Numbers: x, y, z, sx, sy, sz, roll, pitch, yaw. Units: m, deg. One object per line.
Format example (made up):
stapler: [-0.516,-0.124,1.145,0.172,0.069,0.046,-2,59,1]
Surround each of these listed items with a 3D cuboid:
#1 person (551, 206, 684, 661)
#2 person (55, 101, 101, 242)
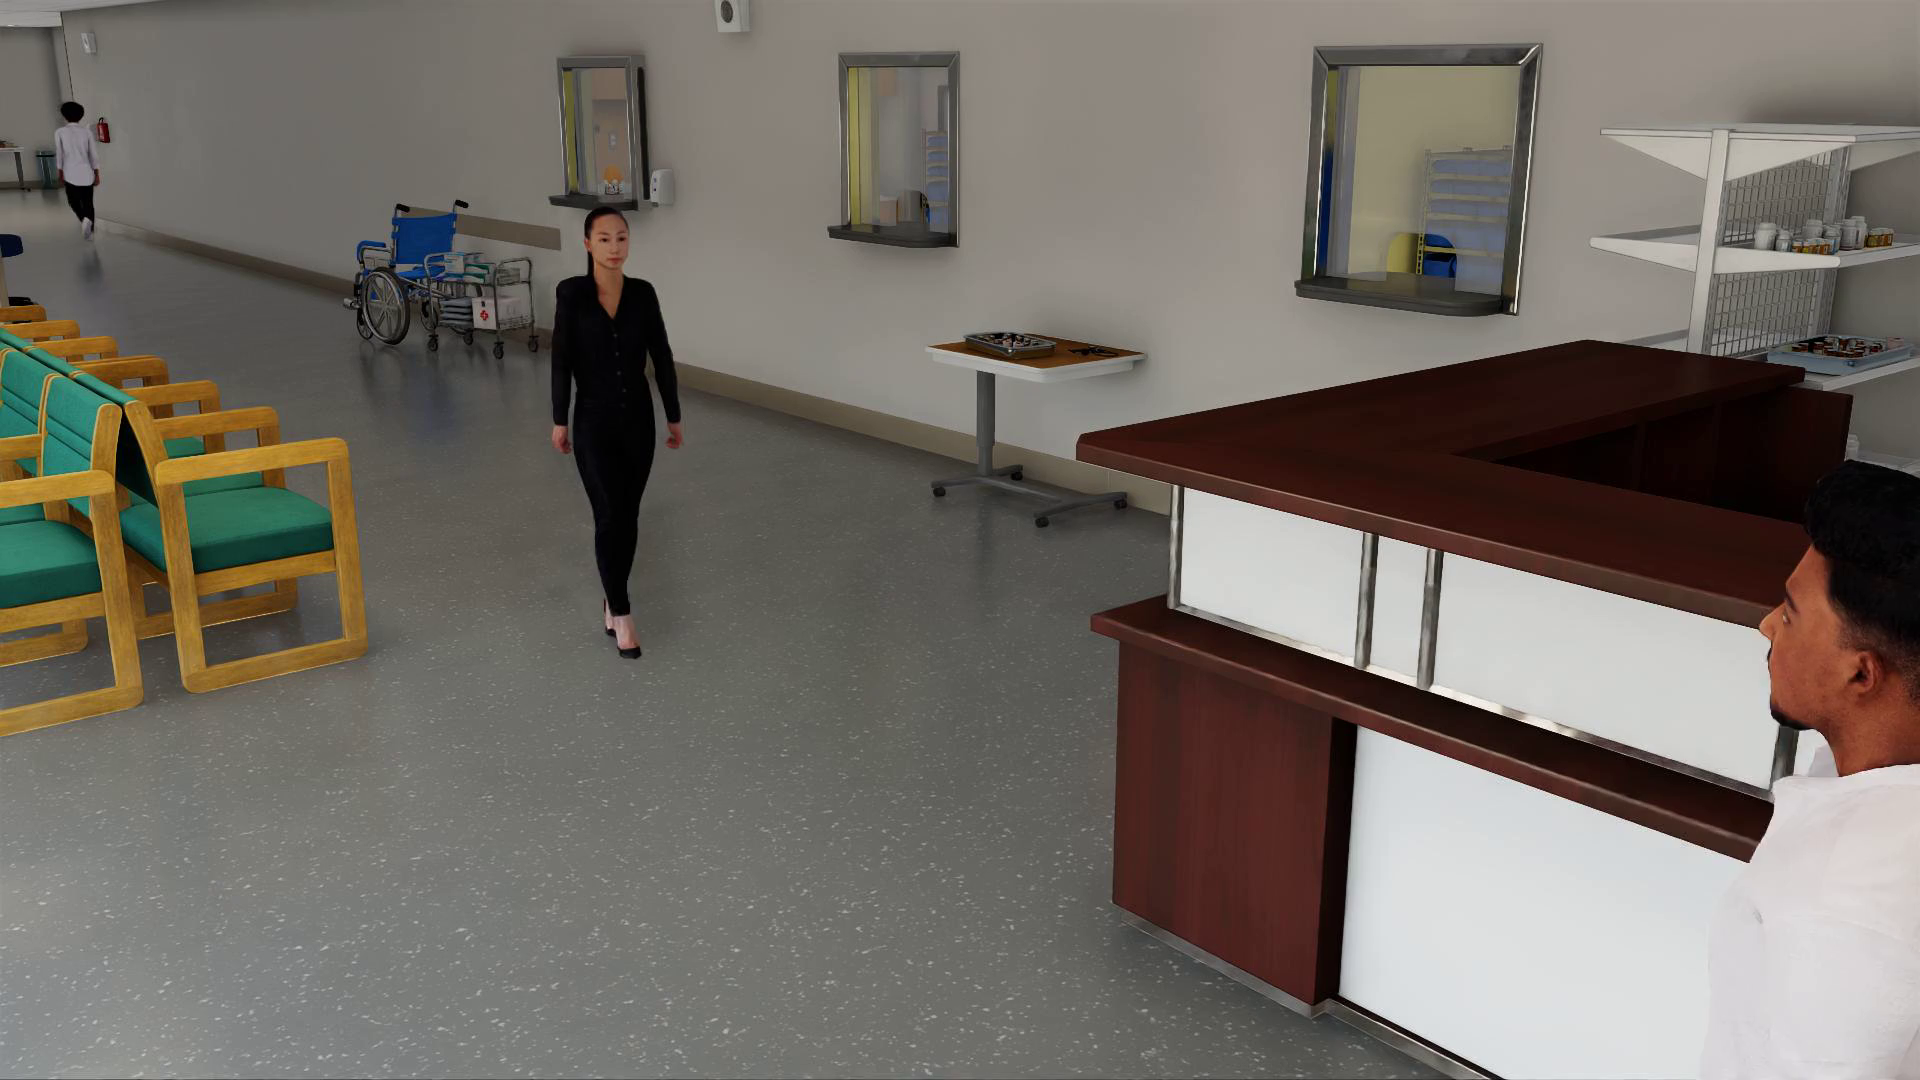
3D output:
person: [-1.355,-0.417,6.383,0.748,1.694,0.741,-9,18,-29]
person: [-11.492,-4.783,21.684,0.899,1.794,0.733,-11,19,-33]
